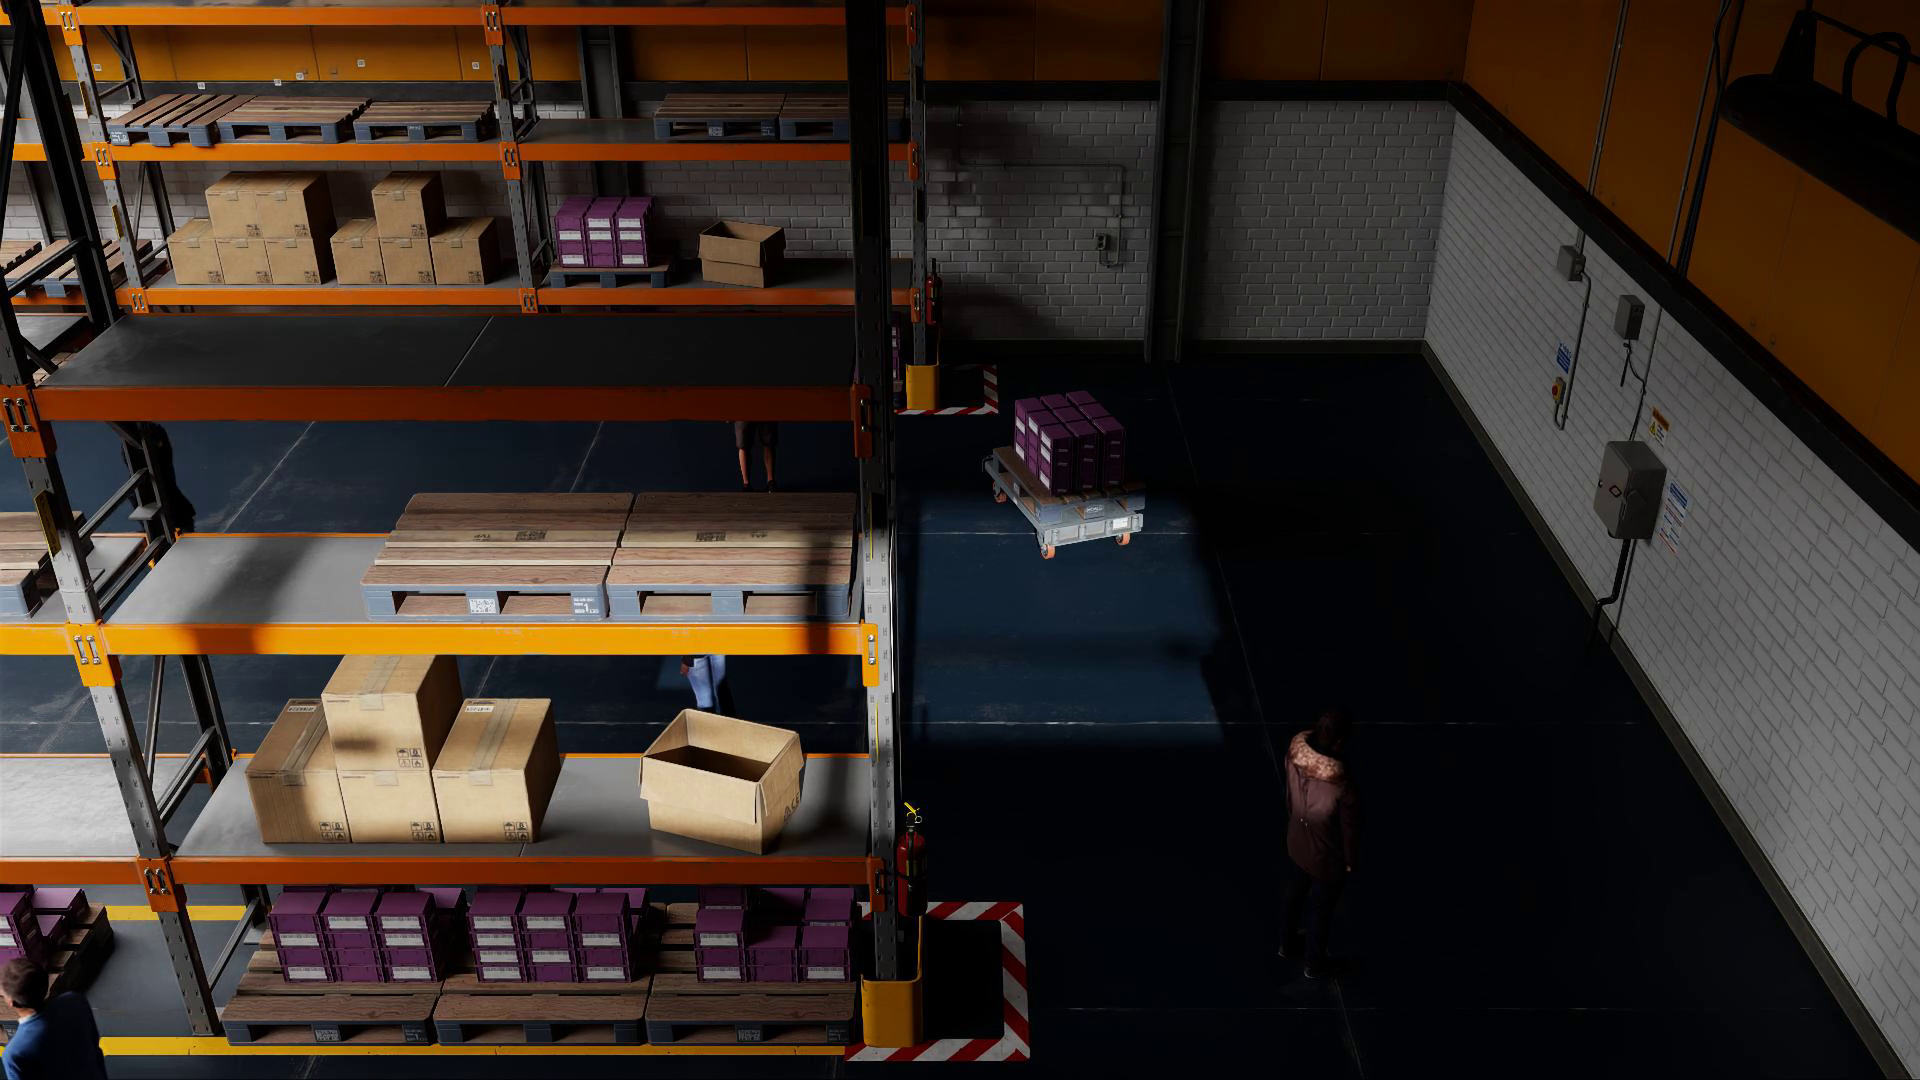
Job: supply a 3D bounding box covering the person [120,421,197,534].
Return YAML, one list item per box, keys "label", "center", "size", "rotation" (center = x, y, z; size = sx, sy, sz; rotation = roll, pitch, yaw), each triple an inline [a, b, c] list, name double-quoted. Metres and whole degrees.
- label: "person"
  center: [-6.843, -0.401, 14.011]
  size: [0.768, 1.661, 0.778]
  rotation: [6, 29, 11]

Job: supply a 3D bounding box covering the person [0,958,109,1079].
- label: "person"
  center: [-4.316, 2.743, 8.083]
  size: [0.673, 1.819, 0.715]
  rotation: [8, 30, 15]

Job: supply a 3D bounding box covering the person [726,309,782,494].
- label: "person"
  center: [-1.893, -1.257, 15.372]
  size: [0.584, 1.862, 0.782]
  rotation: [-5, 29, -9]

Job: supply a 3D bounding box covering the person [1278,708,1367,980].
- label: "person"
  center: [2.127, 1.776, 9.826]
  size: [0.882, 1.848, 0.874]
  rotation: [-16, 32, -27]
